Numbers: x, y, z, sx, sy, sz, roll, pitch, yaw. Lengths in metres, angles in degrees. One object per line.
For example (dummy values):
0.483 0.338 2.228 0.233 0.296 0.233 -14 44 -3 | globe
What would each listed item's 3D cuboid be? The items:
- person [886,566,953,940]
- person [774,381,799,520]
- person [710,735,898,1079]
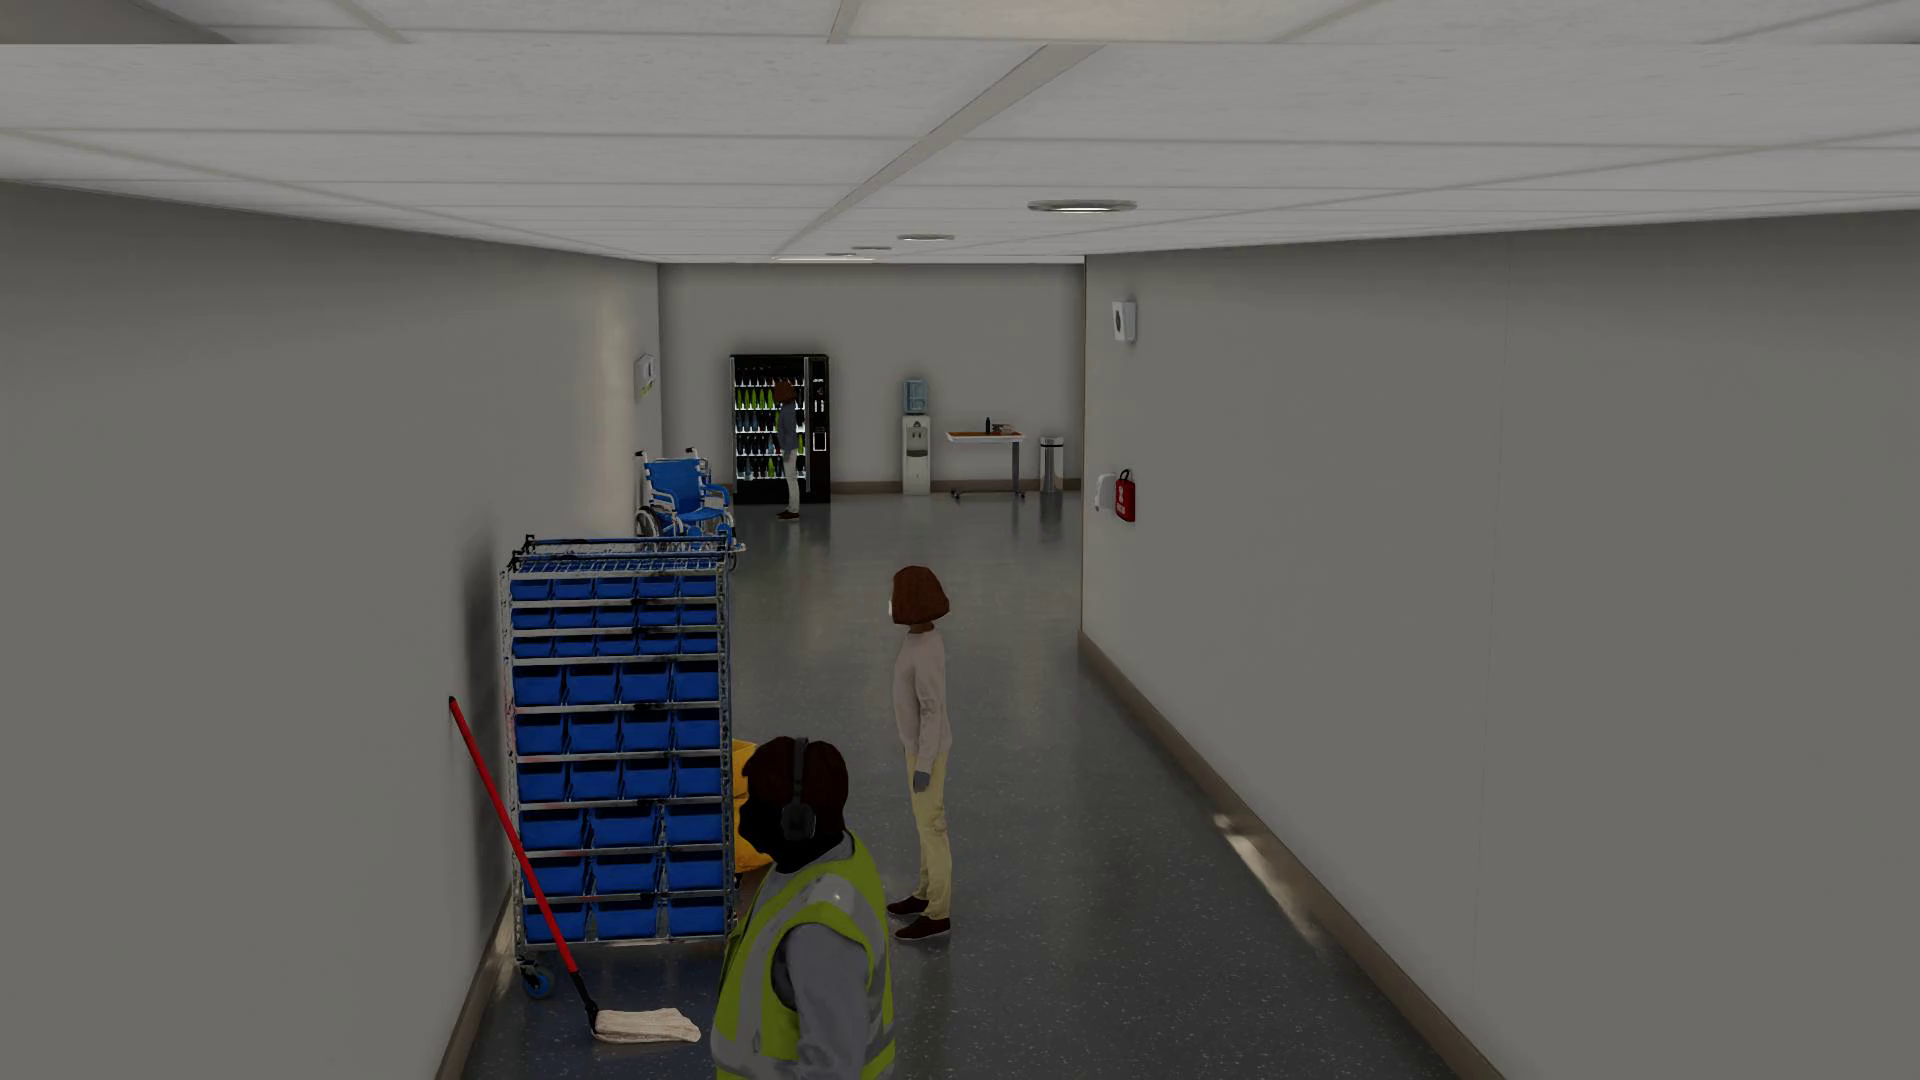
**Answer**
-0.177 0.919 7.250 0.285 1.634 0.499 -1 9 -5 | person
-2.032 -1.052 19.558 0.285 1.632 0.499 -1 9 -5 | person
-0.362 1.353 3.894 0.430 1.845 0.622 -1 9 -5 | person
